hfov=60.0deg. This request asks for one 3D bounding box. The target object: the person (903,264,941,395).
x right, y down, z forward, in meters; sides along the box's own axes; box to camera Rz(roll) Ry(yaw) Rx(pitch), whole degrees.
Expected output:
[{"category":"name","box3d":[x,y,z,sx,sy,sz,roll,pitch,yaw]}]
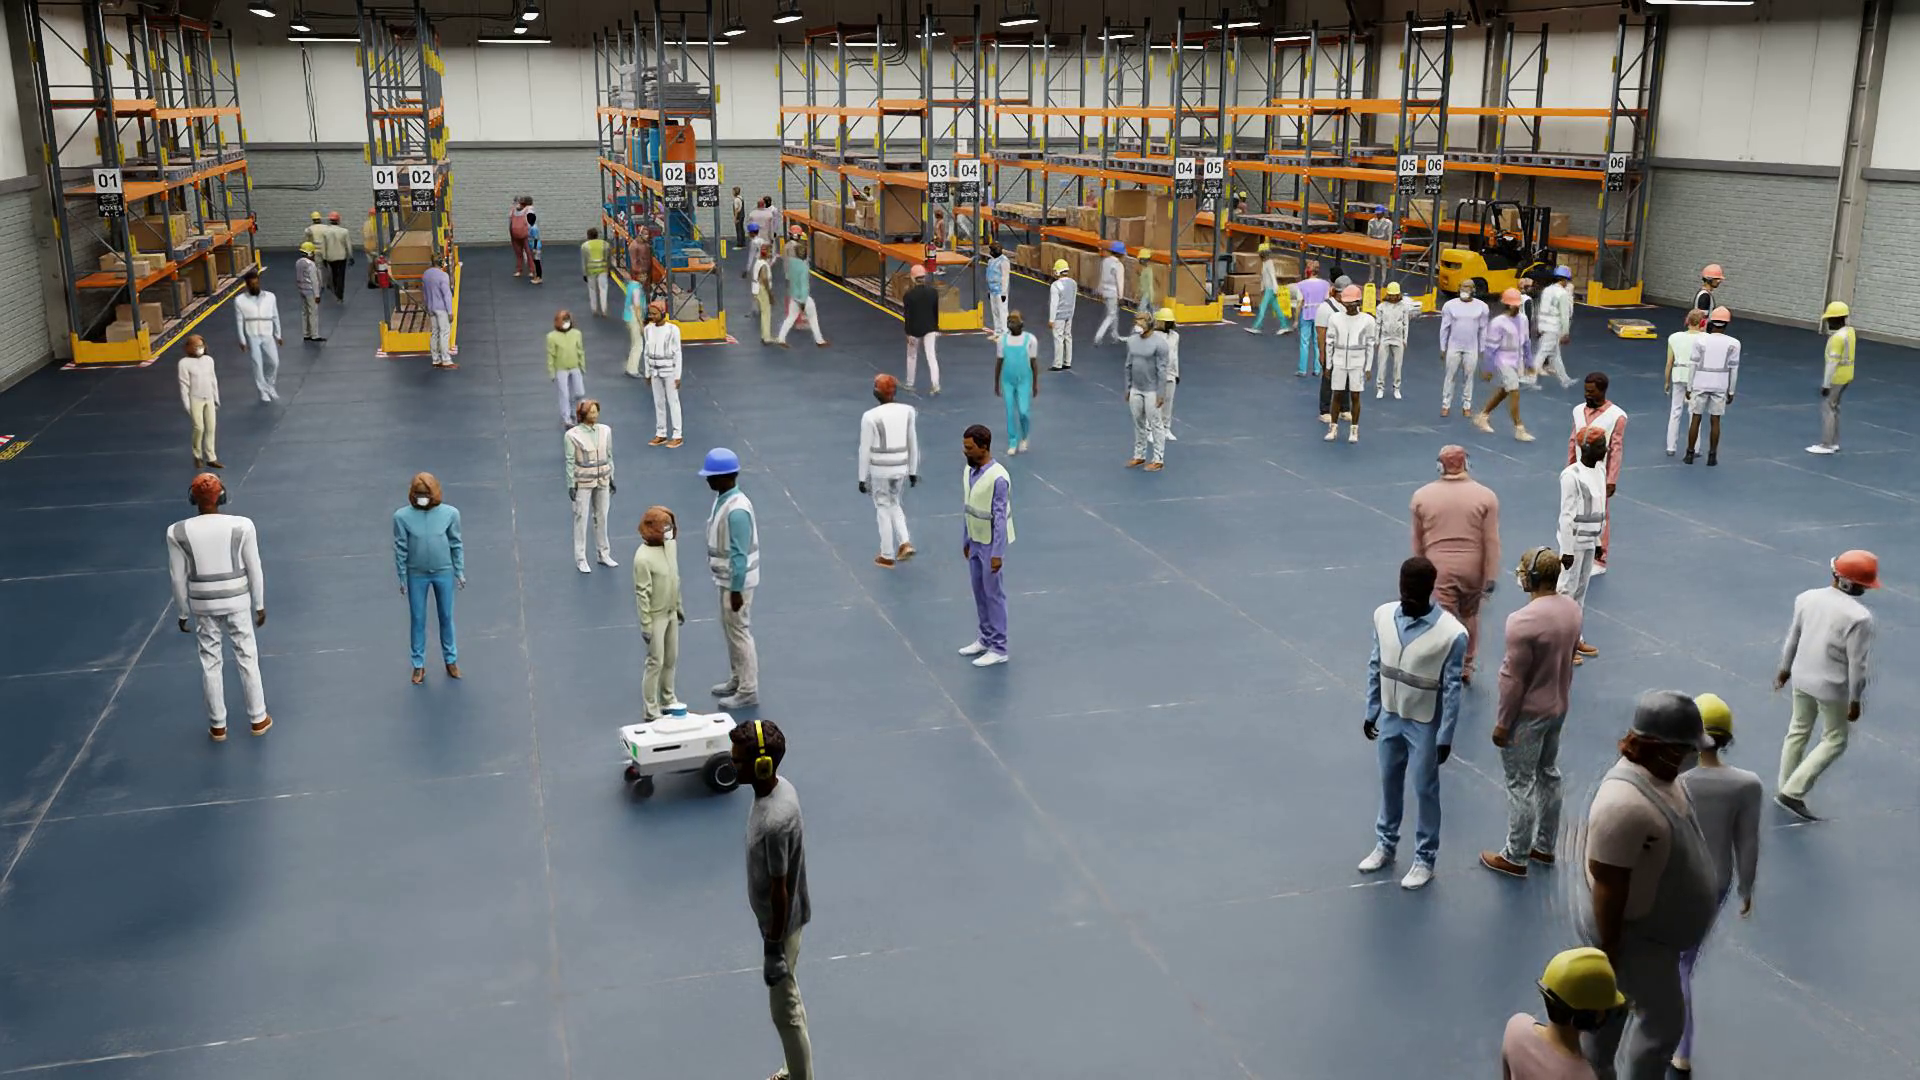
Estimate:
[{"category":"person","box3d":[-0.563,-3.159,25.028,0.606,1.957,1.027,-5,16,-19]}]

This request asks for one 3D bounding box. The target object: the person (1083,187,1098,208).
[{"category":"person","box3d":[3.666,-9.098,47.457,0.655,1.897,0.404,9,18,32]}]

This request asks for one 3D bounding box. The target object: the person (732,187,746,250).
[{"category":"person","box3d":[-6.506,-9.454,48.909,0.343,1.839,0.506,4,15,15]}]

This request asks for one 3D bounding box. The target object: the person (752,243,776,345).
[{"category":"person","box3d":[-3.524,-4.426,29.996,0.452,1.831,0.585,-3,15,-9]}]

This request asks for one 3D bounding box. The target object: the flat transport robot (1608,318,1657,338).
[{"category":"flat transport robot","box3d":[12.698,-4.009,31.413,0.652,0.197,1.431,3,15,12]}]

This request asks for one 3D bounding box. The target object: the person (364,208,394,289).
[{"category":"person","box3d":[-13.644,-6.805,38.845,0.556,1.895,0.505,14,20,42]}]

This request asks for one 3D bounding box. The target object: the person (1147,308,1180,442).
[{"category":"person","box3d":[2.652,-2.131,21.537,0.507,1.741,0.305,-8,17,-29]}]

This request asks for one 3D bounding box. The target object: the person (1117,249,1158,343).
[{"category":"person","box3d":[3.335,-4.408,30.165,0.938,1.715,0.529,0,15,-1]}]

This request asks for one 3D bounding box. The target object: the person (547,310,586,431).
[{"category":"person","box3d":[-5.237,-2.258,22.220,0.521,1.622,0.336,-11,18,-35]}]

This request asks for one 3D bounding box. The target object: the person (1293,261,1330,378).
[{"category":"person","box3d":[5.602,-3.509,26.518,0.570,1.842,0.379,-4,15,-14]}]

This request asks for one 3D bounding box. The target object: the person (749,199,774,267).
[{"category":"person","box3d":[-4.998,-7.623,41.904,0.633,1.899,0.401,-1,15,-4]}]

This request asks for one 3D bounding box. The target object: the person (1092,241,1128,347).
[{"category":"person","box3d":[2.695,-4.416,29.833,0.831,1.907,0.653,-7,17,-26]}]

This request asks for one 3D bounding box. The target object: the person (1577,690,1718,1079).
[{"category":"person","box3d":[2.948,1.587,6.964,0.682,2.000,0.704,9,17,30]}]

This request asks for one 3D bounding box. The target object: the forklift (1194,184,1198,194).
[{"category":"forklift","box3d":[7.392,-11.333,53.972,1.873,2.768,1.129,-4,15,-15]}]

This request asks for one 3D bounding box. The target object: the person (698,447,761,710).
[{"category":"person","box3d":[-1.672,0.271,12.127,0.422,1.937,0.613,-5,16,-17]}]

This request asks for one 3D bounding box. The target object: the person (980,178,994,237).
[{"category":"person","box3d":[0.905,-10.668,53.278,0.552,1.937,0.356,-1,15,-4]}]

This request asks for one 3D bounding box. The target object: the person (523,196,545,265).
[{"category":"person","box3d":[-11.455,-8.291,44.559,0.661,1.815,0.735,7,16,25]}]

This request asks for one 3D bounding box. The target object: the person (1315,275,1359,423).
[{"category":"person","box3d":[5.220,-2.630,22.832,0.691,2.000,0.535,-8,17,-28]}]

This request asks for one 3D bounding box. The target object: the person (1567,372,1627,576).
[{"category":"person","box3d":[5.930,-0.631,15.571,0.399,1.909,0.598,-7,17,-26]}]

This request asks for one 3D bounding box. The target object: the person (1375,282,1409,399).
[{"category":"person","box3d":[6.392,-2.956,24.662,0.491,1.730,0.322,2,15,6]}]

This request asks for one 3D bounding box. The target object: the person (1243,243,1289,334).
[{"category":"person","box3d":[5.805,-4.708,31.279,0.926,1.713,0.551,1,15,3]}]

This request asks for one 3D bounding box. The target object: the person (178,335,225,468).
[{"category":"person","box3d":[-9.129,-1.656,19.972,0.447,1.625,0.511,7,17,26]}]

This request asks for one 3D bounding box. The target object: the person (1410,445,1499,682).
[{"category":"person","box3d":[3.687,0.216,12.492,0.653,1.851,0.828,4,15,14]}]

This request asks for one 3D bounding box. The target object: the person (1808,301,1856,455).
[{"category":"person","box3d":[10.937,-2.029,20.804,0.410,1.919,0.664,11,19,37]}]

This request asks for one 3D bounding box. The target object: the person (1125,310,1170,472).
[{"category":"person","box3d":[2.221,-1.782,19.869,0.378,1.931,0.627,-12,19,-38]}]

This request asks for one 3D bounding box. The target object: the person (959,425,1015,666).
[{"category":"person","box3d":[0.209,0.026,13.109,0.395,1.908,0.597,-7,17,-26]}]

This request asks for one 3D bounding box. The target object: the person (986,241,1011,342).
[{"category":"person","box3d":[0.693,-4.539,30.429,0.432,1.834,0.626,-6,16,-22]}]

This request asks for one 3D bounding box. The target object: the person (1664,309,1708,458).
[{"category":"person","box3d":[9.012,-1.933,20.581,0.563,1.847,0.392,9,18,32]}]

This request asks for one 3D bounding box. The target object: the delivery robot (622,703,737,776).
[{"category":"delivery robot","box3d":[-1.806,1.296,10.728,0.707,0.478,0.477,-6,16,-21]}]

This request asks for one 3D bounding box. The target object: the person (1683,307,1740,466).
[{"category":"person","box3d":[9.106,-1.860,20.171,0.548,1.926,0.402,5,16,19]}]

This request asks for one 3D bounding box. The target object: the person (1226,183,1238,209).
[{"category":"person","box3d":[8.295,-9.919,50.580,0.328,1.877,0.513,-11,18,-35]}]

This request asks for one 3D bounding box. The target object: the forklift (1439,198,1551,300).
[{"category":"forklift","box3d":[11.913,-6.508,37.130,2.313,2.155,1.214,-4,15,-15]}]

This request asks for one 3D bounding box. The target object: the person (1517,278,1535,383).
[{"category":"person","box3d":[8.783,-3.284,26.060,0.310,1.642,0.514,-3,15,-12]}]

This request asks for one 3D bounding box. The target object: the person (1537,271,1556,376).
[{"category":"person","box3d":[9.483,-3.478,26.699,0.536,1.692,0.320,-14,20,-42]}]

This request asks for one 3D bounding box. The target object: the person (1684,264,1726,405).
[{"category":"person","box3d":[10.818,-2.982,24.184,0.407,2.035,0.602,7,16,24]}]

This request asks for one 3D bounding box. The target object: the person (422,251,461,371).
[{"category":"person","box3d":[-8.519,-3.751,27.247,0.635,1.937,0.354,11,19,36]}]

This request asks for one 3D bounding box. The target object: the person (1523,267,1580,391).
[{"category":"person","box3d":[9.048,-3.188,25.229,0.963,1.879,0.656,-2,15,-8]}]

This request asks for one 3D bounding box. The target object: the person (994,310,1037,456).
[{"category":"person","box3d":[0.686,-1.943,20.652,0.535,1.826,0.412,4,16,16]}]

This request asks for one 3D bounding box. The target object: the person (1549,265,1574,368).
[{"category":"person","box3d":[9.868,-3.732,27.631,0.525,1.705,0.699,-6,16,-20]}]

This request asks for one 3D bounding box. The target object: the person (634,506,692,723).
[{"category":"person","box3d":[-2.097,0.546,11.686,0.293,1.623,0.507,5,16,19]}]
